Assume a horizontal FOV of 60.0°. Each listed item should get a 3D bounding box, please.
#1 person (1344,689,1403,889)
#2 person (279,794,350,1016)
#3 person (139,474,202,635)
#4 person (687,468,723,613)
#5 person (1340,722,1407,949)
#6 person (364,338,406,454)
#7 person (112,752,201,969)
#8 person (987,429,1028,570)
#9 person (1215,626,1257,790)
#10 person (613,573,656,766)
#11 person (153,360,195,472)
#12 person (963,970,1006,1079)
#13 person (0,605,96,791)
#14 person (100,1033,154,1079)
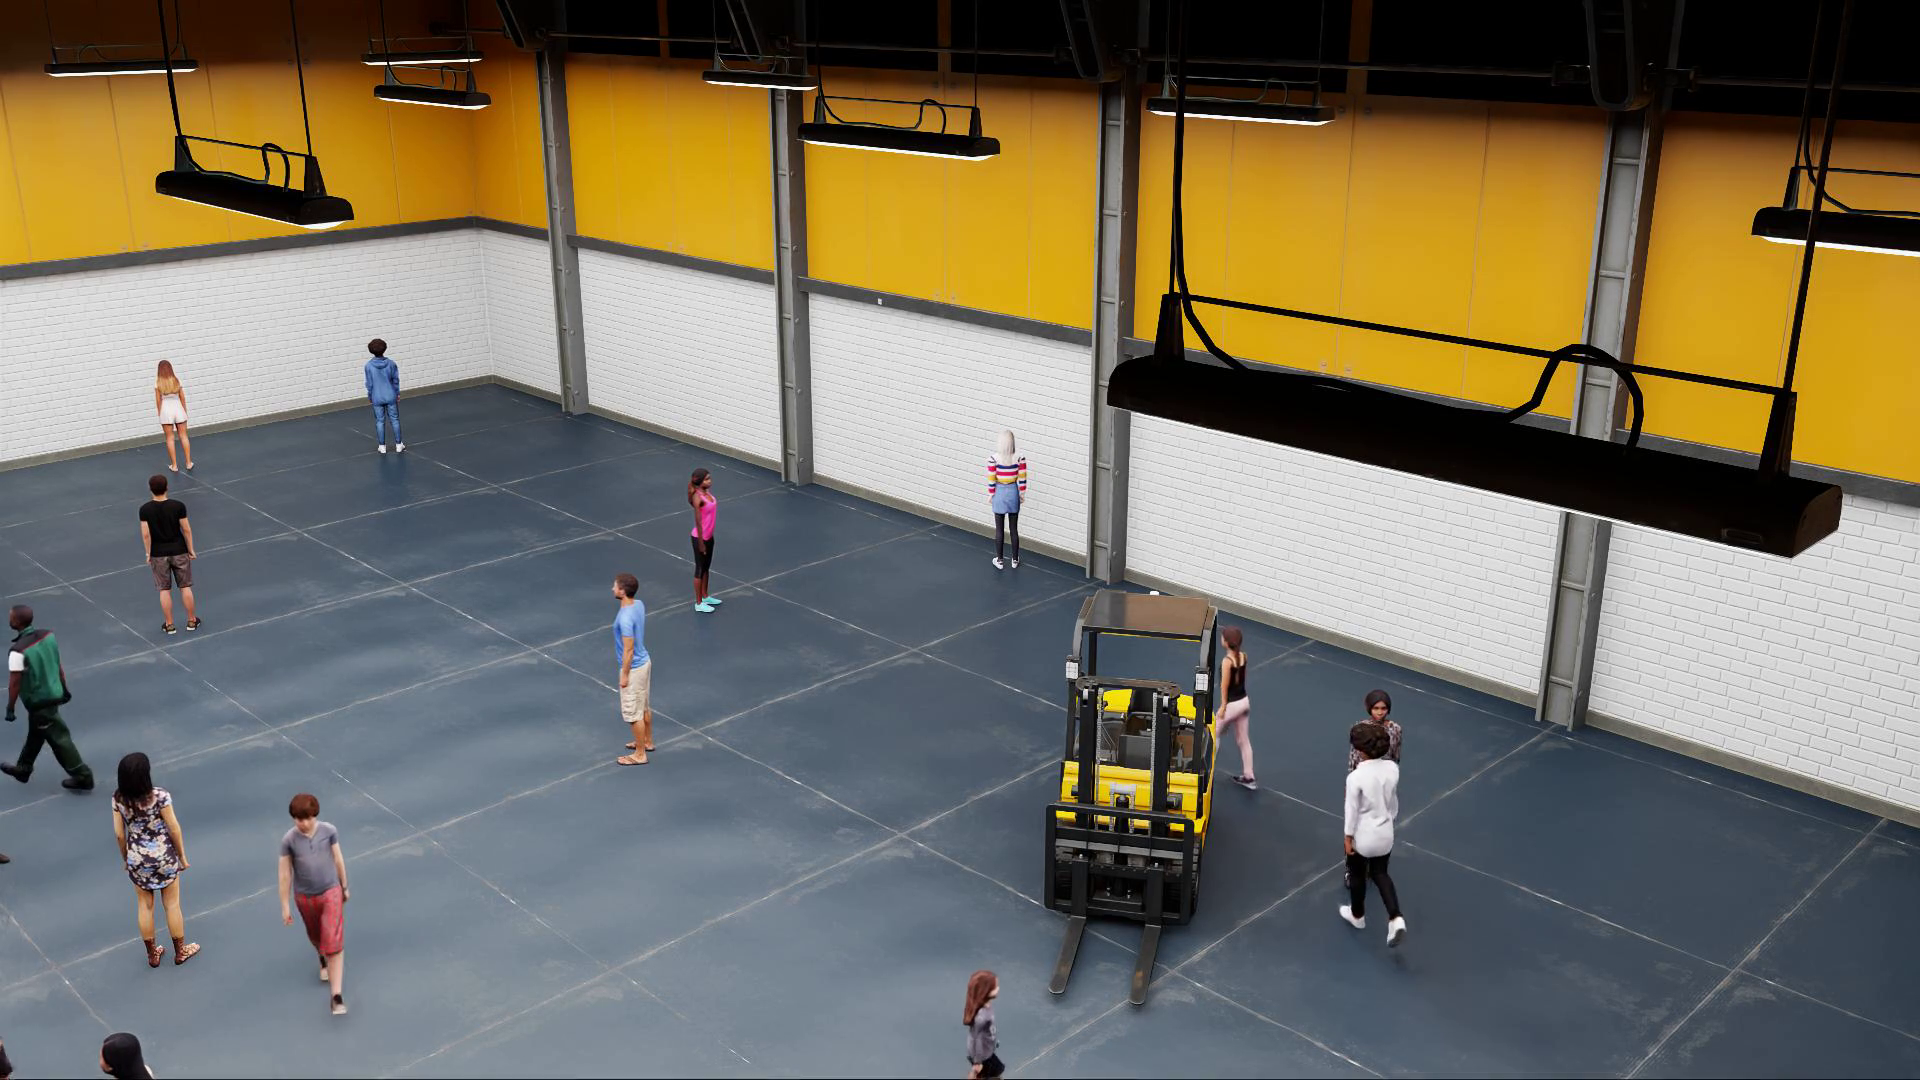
[{"bbox_3d":[3.355,2.019,13.544,0.679,1.714,0.741,0,19,1],"label":"person"},{"bbox_3d":[-4.681,2.563,12.099,0.914,1.604,1.228,-7,20,-21],"label":"person"},{"bbox_3d":[-8.978,0.148,18.867,0.737,1.862,0.696,-9,21,-26],"label":"person"},{"bbox_3d":[-3.030,-0.023,19.593,0.686,1.722,0.655,5,19,14],"label":"person"},{"bbox_3d":[3.193,2.264,12.704,0.919,1.786,1.112,-6,20,-18],"label":"person"},{"bbox_3d":[-9.052,-2.272,26.134,0.757,1.811,0.739,-6,20,-18],"label":"person"},{"bbox_3d":[-6.044,2.383,12.431,0.678,1.733,0.716,-2,19,-5],"label":"person"},{"bbox_3d":[0.589,-0.531,20.967,0.722,1.809,0.742,-2,19,-7],"label":"person"},{"bbox_3d":[2.546,1.563,15.191,0.576,1.526,0.929,-16,24,-39],"label":"person"},{"bbox_3d":[-3.089,1.198,15.747,0.770,1.864,0.727,1,19,4],"label":"person"},{"bbox_3d":[-11.941,-1.897,25.201,0.614,1.695,0.605,-11,22,-30],"label":"person"},{"bbox_3d":[0.095,3.272,10.790,0.661,1.096,0.604,2,19,6],"label":"person"},{"bbox_3d":[-8.224,1.477,15.042,1.273,1.785,1.160,2,19,5],"label":"person"},{"bbox_3d":[-4.478,3.474,9.130,0.863,1.773,0.790,-3,19,-8],"label":"person"}]
